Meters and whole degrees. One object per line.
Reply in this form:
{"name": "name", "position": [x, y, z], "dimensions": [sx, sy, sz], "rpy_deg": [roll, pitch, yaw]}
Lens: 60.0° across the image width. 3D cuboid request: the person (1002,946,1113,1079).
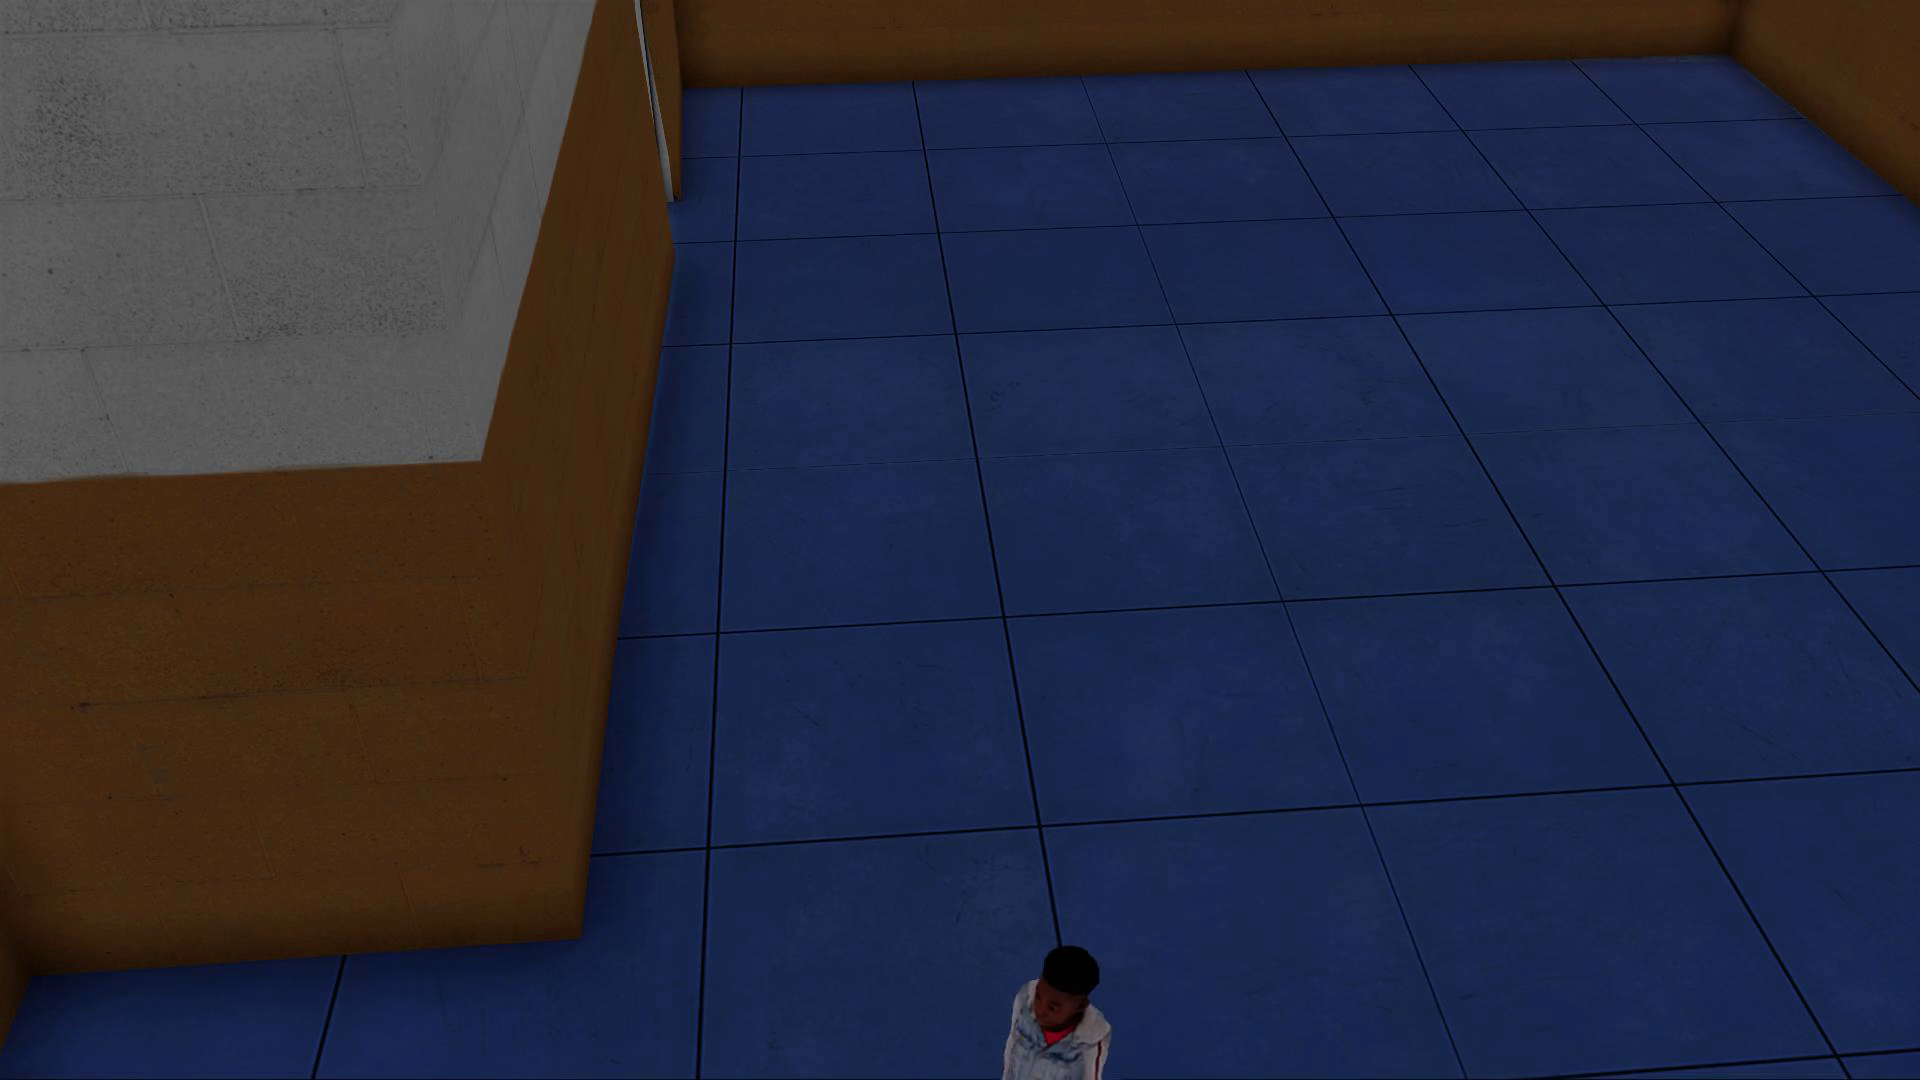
{"name": "person", "position": [0.314, 1.633, 5.061], "dimensions": [0.770, 1.248, 0.869], "rpy_deg": [30, 46, 34]}
